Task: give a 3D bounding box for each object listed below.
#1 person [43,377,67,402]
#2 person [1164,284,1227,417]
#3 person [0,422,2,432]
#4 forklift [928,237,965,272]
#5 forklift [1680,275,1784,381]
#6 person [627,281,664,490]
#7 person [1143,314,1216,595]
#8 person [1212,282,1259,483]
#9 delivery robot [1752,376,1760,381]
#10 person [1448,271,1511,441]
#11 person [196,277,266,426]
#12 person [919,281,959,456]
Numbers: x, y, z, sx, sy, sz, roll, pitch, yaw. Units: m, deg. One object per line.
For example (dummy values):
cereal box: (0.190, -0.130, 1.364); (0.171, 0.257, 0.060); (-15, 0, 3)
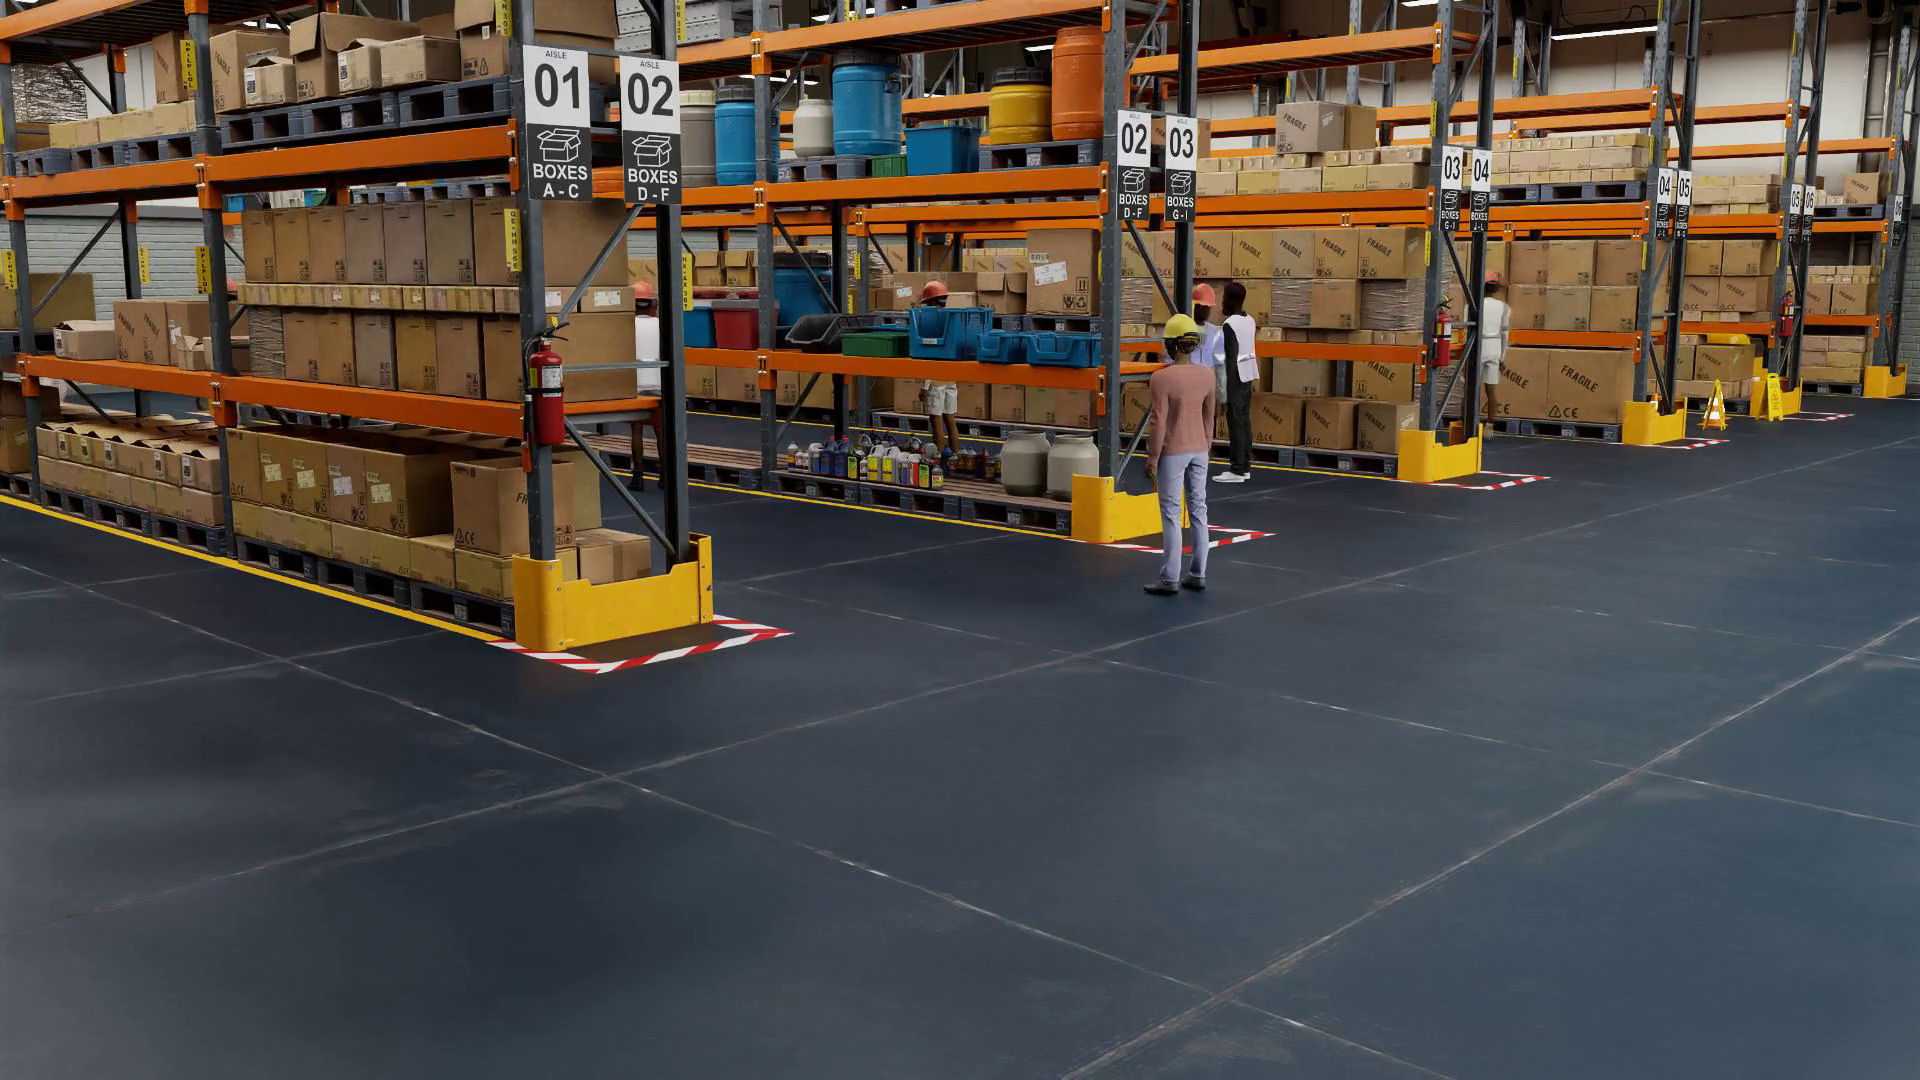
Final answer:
person: (-12.342, -2.630, 22.795); (0.666, 1.948, 0.492); (-1, 9, -6)
person: (2.085, -1.276, 14.576); (0.587, 1.915, 0.613); (-3, 10, -18)
person: (-7.741, -0.958, 12.880); (0.944, 1.827, 0.559); (9, 13, 44)
forklift: (-0.326, -5.817, 39.609); (1.129, 2.768, 1.873); (9, 13, 43)
forklift: (12.480, -3.427, 27.053); (1.214, 2.155, 2.313); (9, 13, 43)
person: (-2.951, -1.442, 15.543); (0.551, 1.935, 0.375); (-4, 10, -24)
person: (1.386, -0.540, 10.535); (0.525, 1.769, 0.316); (-6, 11, -34)
person: (2.676, -1.521, 16.078); (0.398, 1.920, 0.589); (5, 11, 28)
delivery robot: (11.858, -2.401, 25.489); (0.707, 0.478, 0.477); (5, 10, 27)
person: (6.271, -2.224, 20.078); (0.649, 2.032, 0.660); (-2, 9, -12)
person: (-6.634, -1.412, 15.226); (1.057, 1.995, 0.618); (9, 13, 43)
person: (-0.215, -1.549, 16.218); (0.366, 1.930, 0.542); (7, 11, 35)
